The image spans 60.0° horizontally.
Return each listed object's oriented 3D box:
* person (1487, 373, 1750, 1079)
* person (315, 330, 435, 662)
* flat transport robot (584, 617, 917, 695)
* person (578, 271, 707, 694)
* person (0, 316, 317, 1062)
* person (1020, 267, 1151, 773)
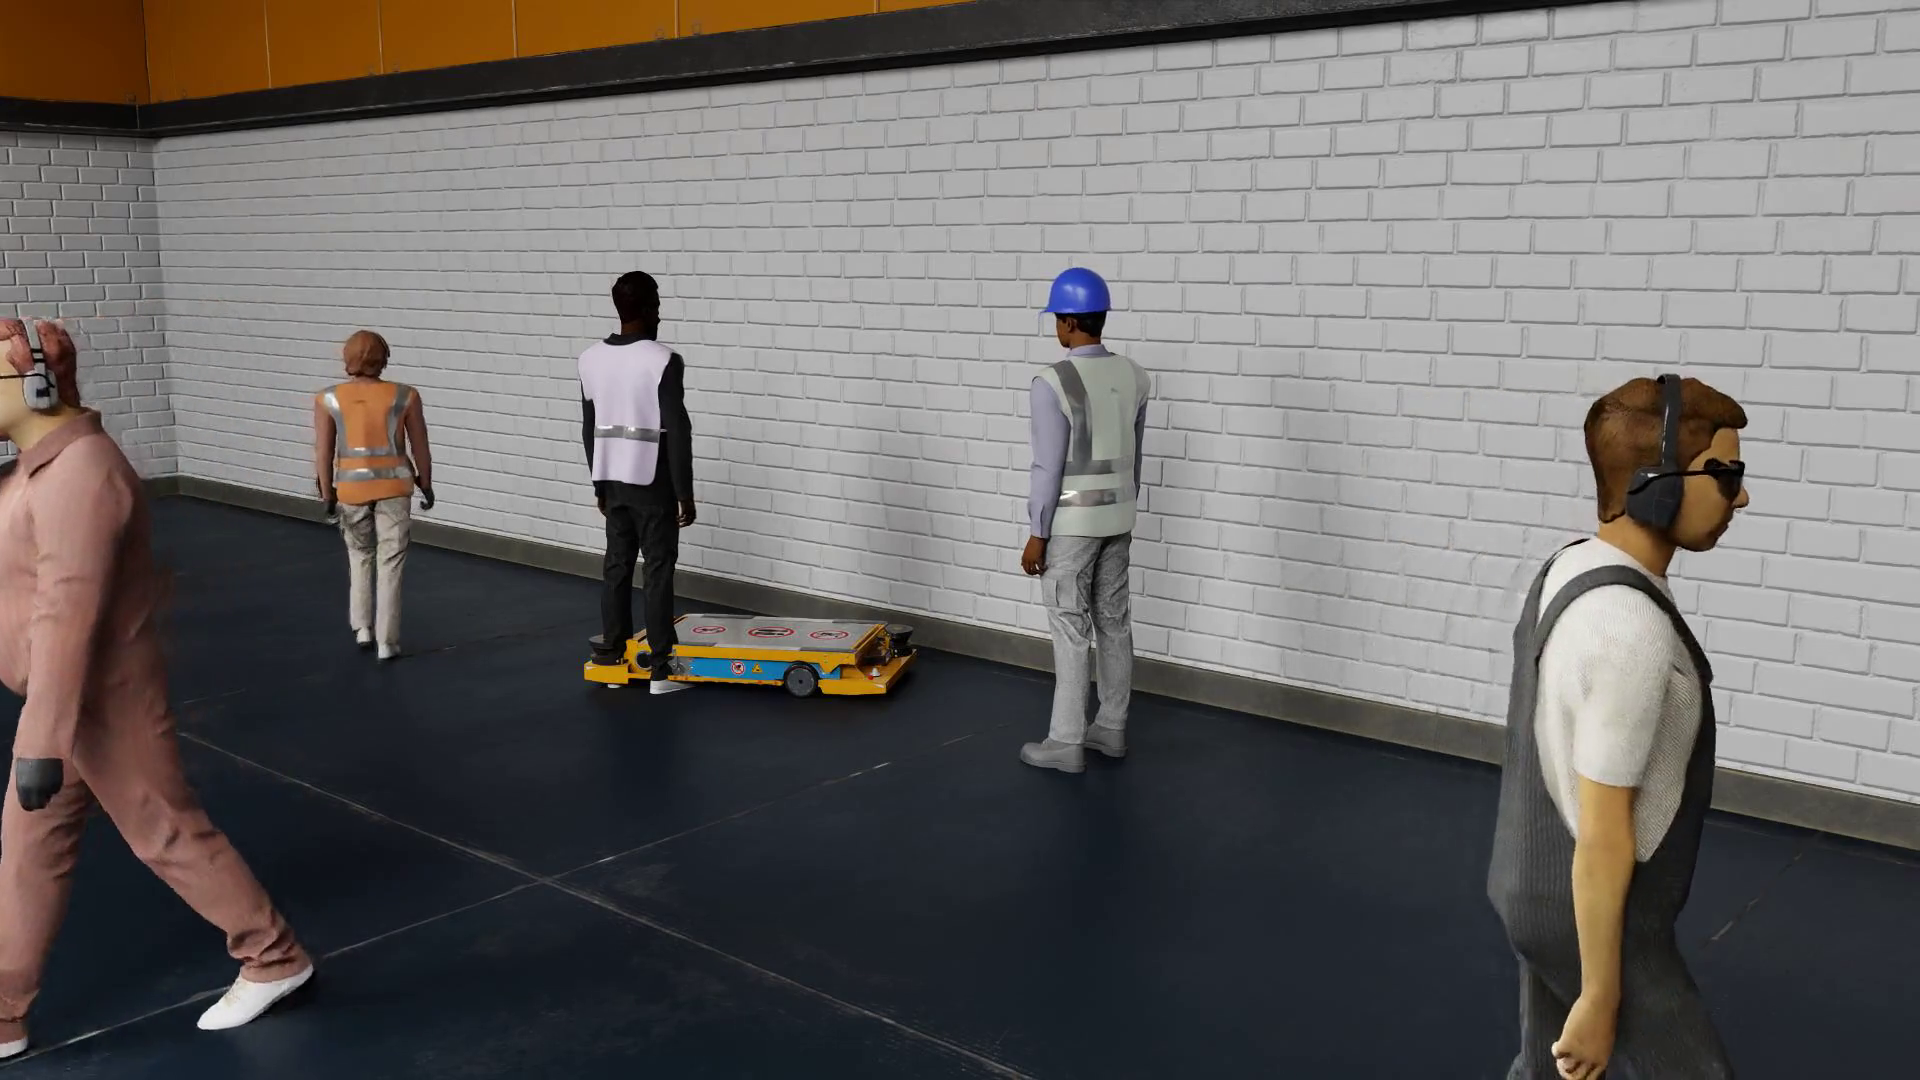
[{"bbox_3d":[1.130,0.644,2.727,0.612,1.827,0.529,1,10,4],"label":"person"},{"bbox_3d":[-2.884,-0.224,8.251,0.518,1.618,0.565,-1,10,-8],"label":"person"},{"bbox_3d":[-0.970,0.525,7.830,1.431,0.197,0.652,2,10,11],"label":"flat transport robot"},{"bbox_3d":[-1.462,-0.253,7.571,0.593,1.920,0.391,5,11,29],"label":"person"},{"bbox_3d":[-2.133,0.386,4.115,0.974,1.870,0.660,-7,12,-34],"label":"person"},{"bbox_3d":[0.479,-0.073,6.461,0.383,1.949,0.605,10,14,44],"label":"person"}]
